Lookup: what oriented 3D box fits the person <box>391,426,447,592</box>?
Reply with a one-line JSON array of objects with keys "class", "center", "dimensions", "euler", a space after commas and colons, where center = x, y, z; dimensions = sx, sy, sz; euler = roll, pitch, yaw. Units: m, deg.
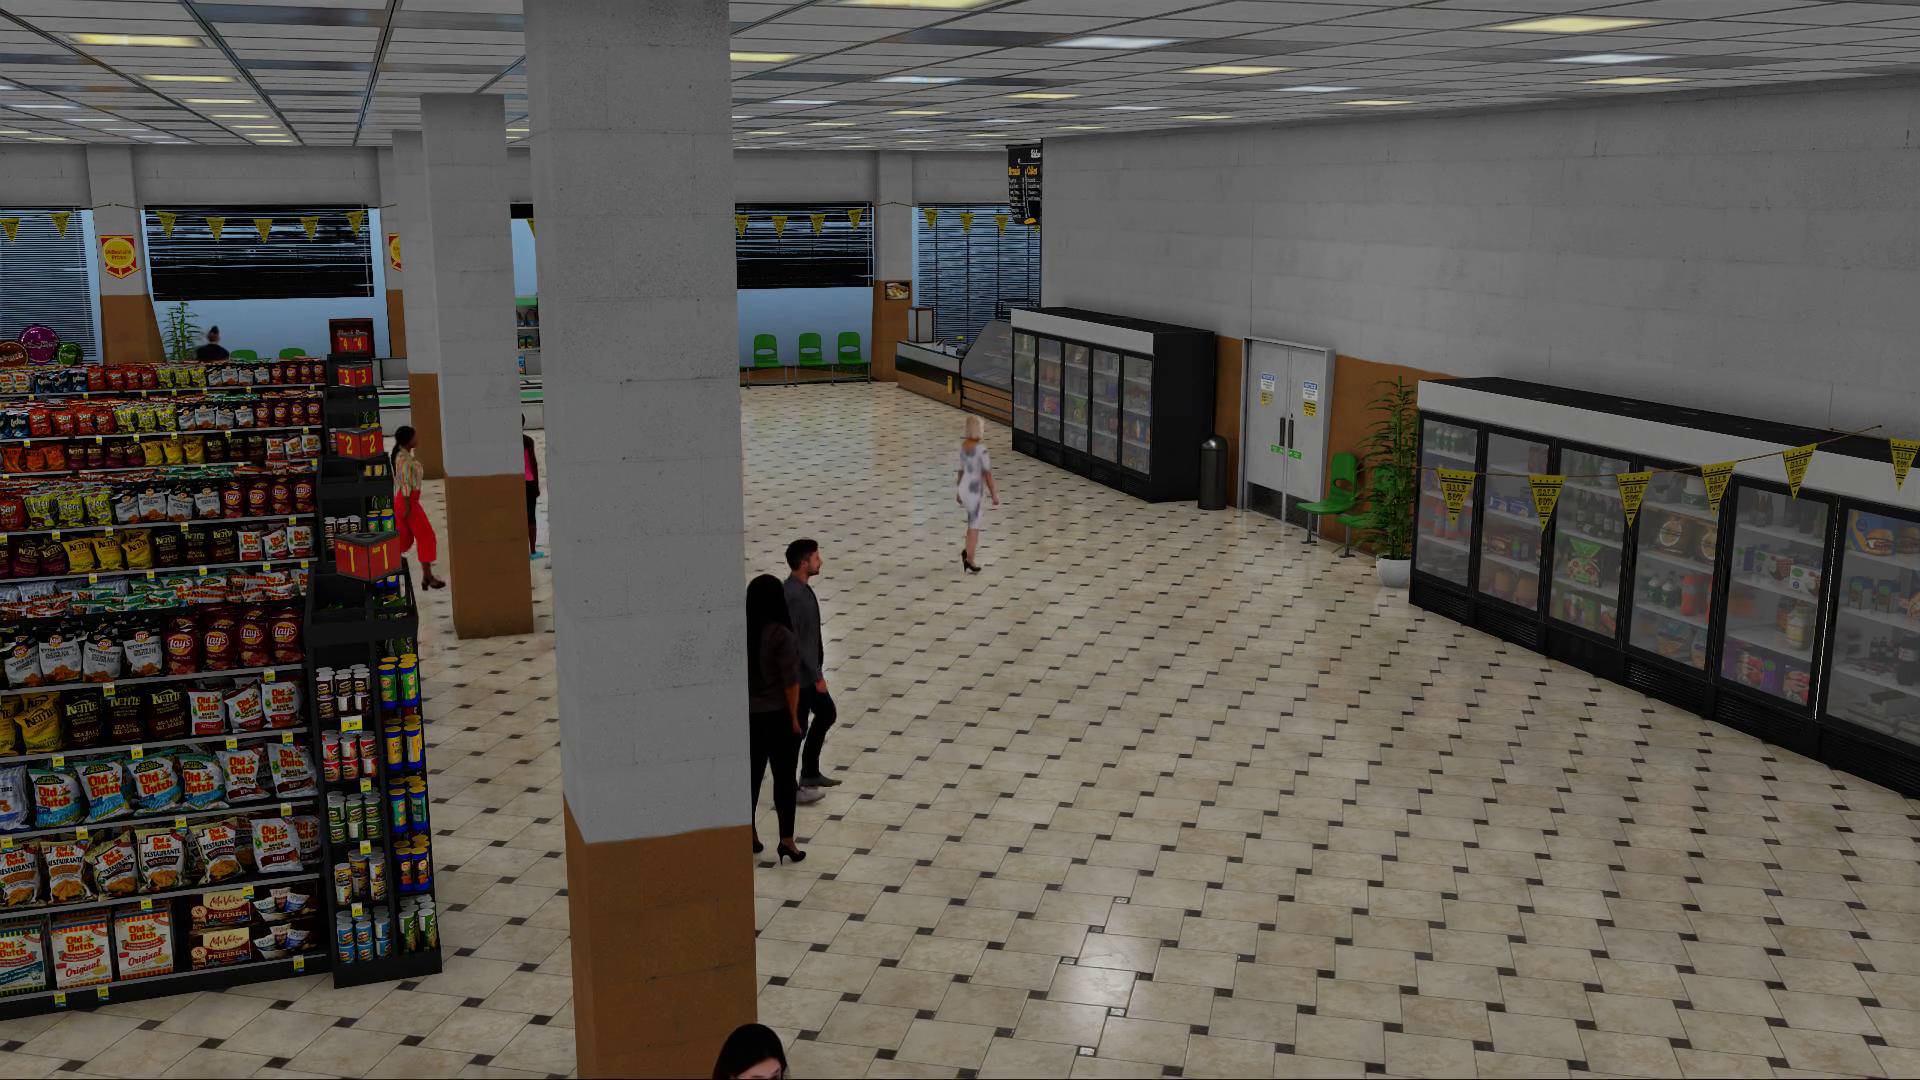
[{"class": "person", "center": [-5.836, -0.283, 17.269], "dimensions": [1.147, 1.763, 0.724], "euler": [-7, 14, -30]}]

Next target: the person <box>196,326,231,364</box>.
[{"class": "person", "center": [-12.552, -2.617, 27.943], "dimensions": [0.694, 1.931, 0.825], "euler": [-3, 12, -14]}]

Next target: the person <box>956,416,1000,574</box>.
[{"class": "person", "center": [0.083, -0.489, 18.315], "dimensions": [0.678, 1.735, 0.671], "euler": [-9, 15, -37]}]

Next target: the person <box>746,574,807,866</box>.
[{"class": "person", "center": [-1.209, 1.120, 10.419], "dimensions": [0.748, 1.841, 0.794], "euler": [7, 14, 29]}]

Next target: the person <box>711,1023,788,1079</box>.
[{"class": "person", "center": [-0.679, 2.296, 5.325], "dimensions": [0.638, 1.638, 0.747], "euler": [-10, 16, -40]}]

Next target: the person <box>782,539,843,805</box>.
[{"class": "person", "center": [-1.170, 0.915, 11.351], "dimensions": [0.773, 1.857, 0.769], "euler": [-1, 12, -5]}]
